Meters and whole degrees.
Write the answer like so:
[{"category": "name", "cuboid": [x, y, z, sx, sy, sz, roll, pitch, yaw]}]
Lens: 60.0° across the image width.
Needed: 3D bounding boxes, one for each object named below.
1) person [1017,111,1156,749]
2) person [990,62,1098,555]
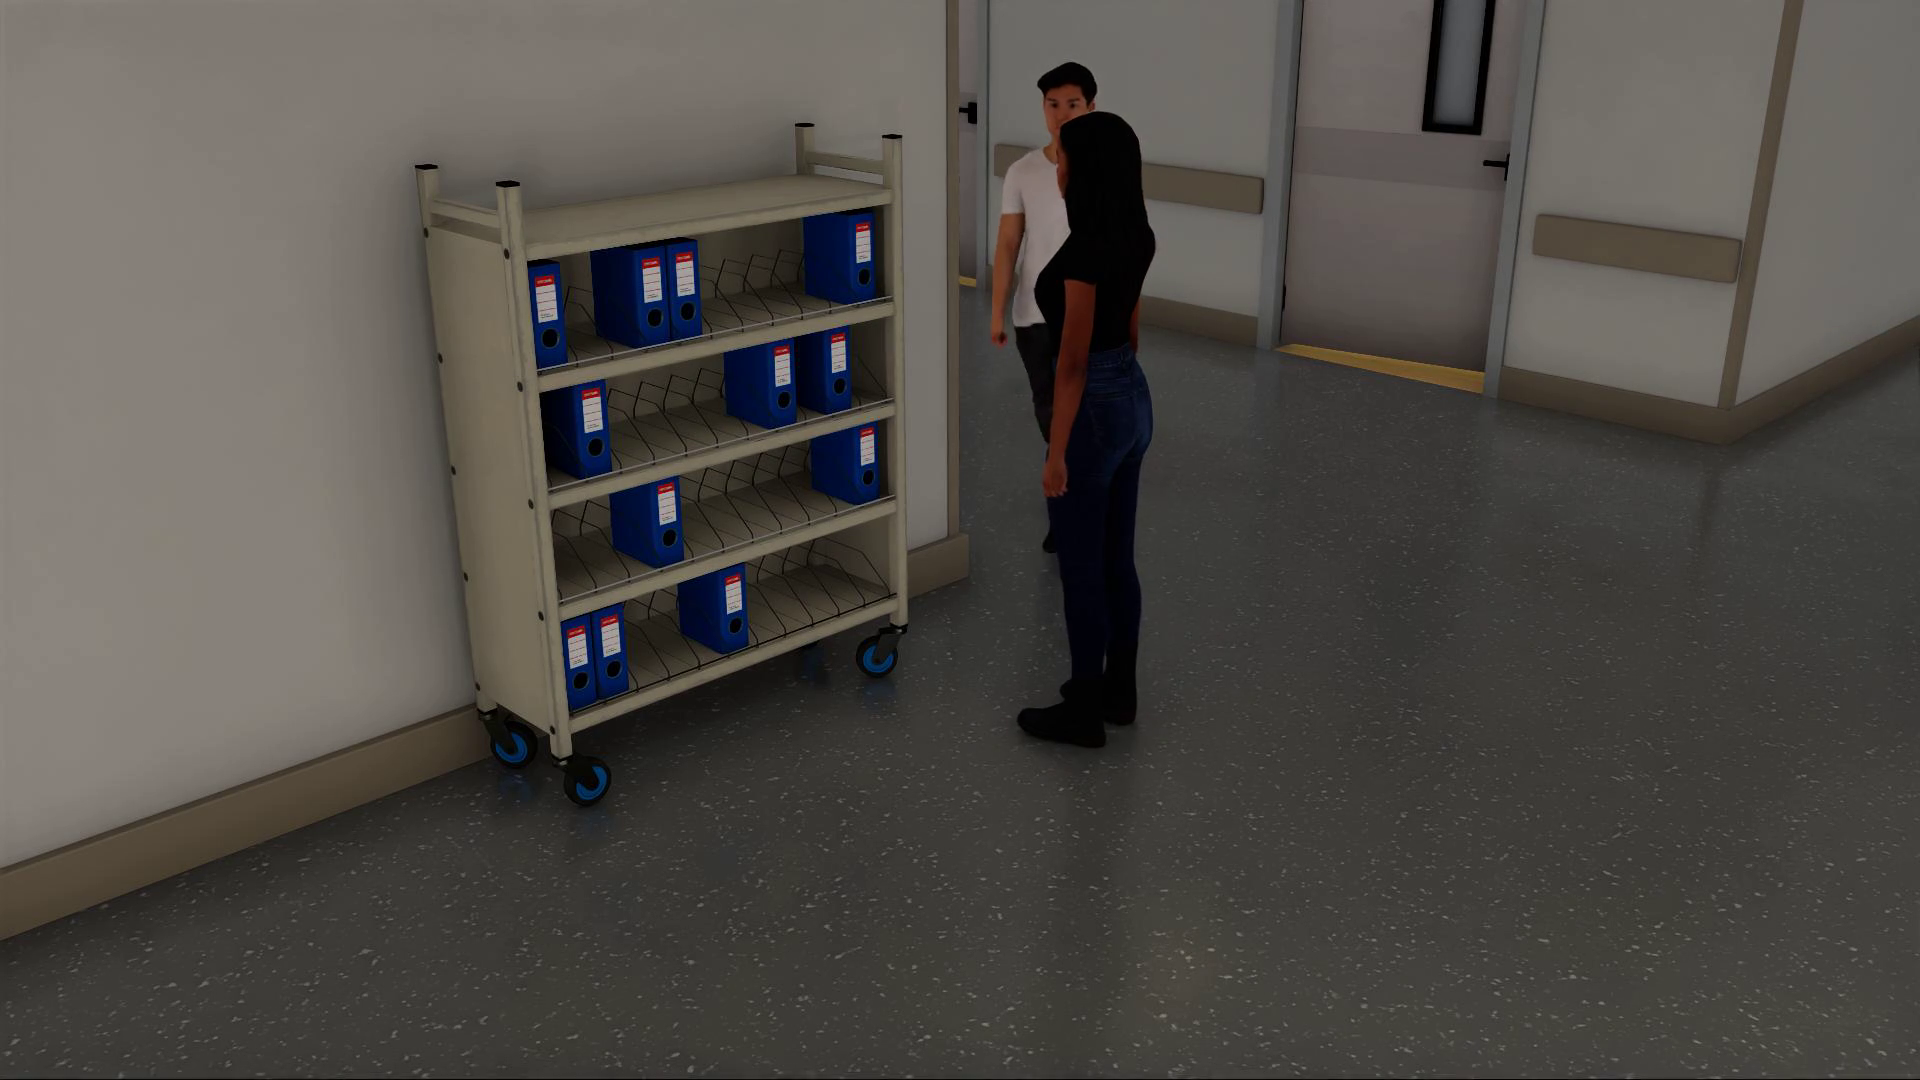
[{"category": "person", "cuboid": [0.391, -0.278, 4.534, 0.678, 1.736, 0.548, 12, 24, 28]}, {"category": "person", "cuboid": [0.394, -0.858, 6.097, 1.031, 1.682, 1.202, 4, 21, 12]}]
